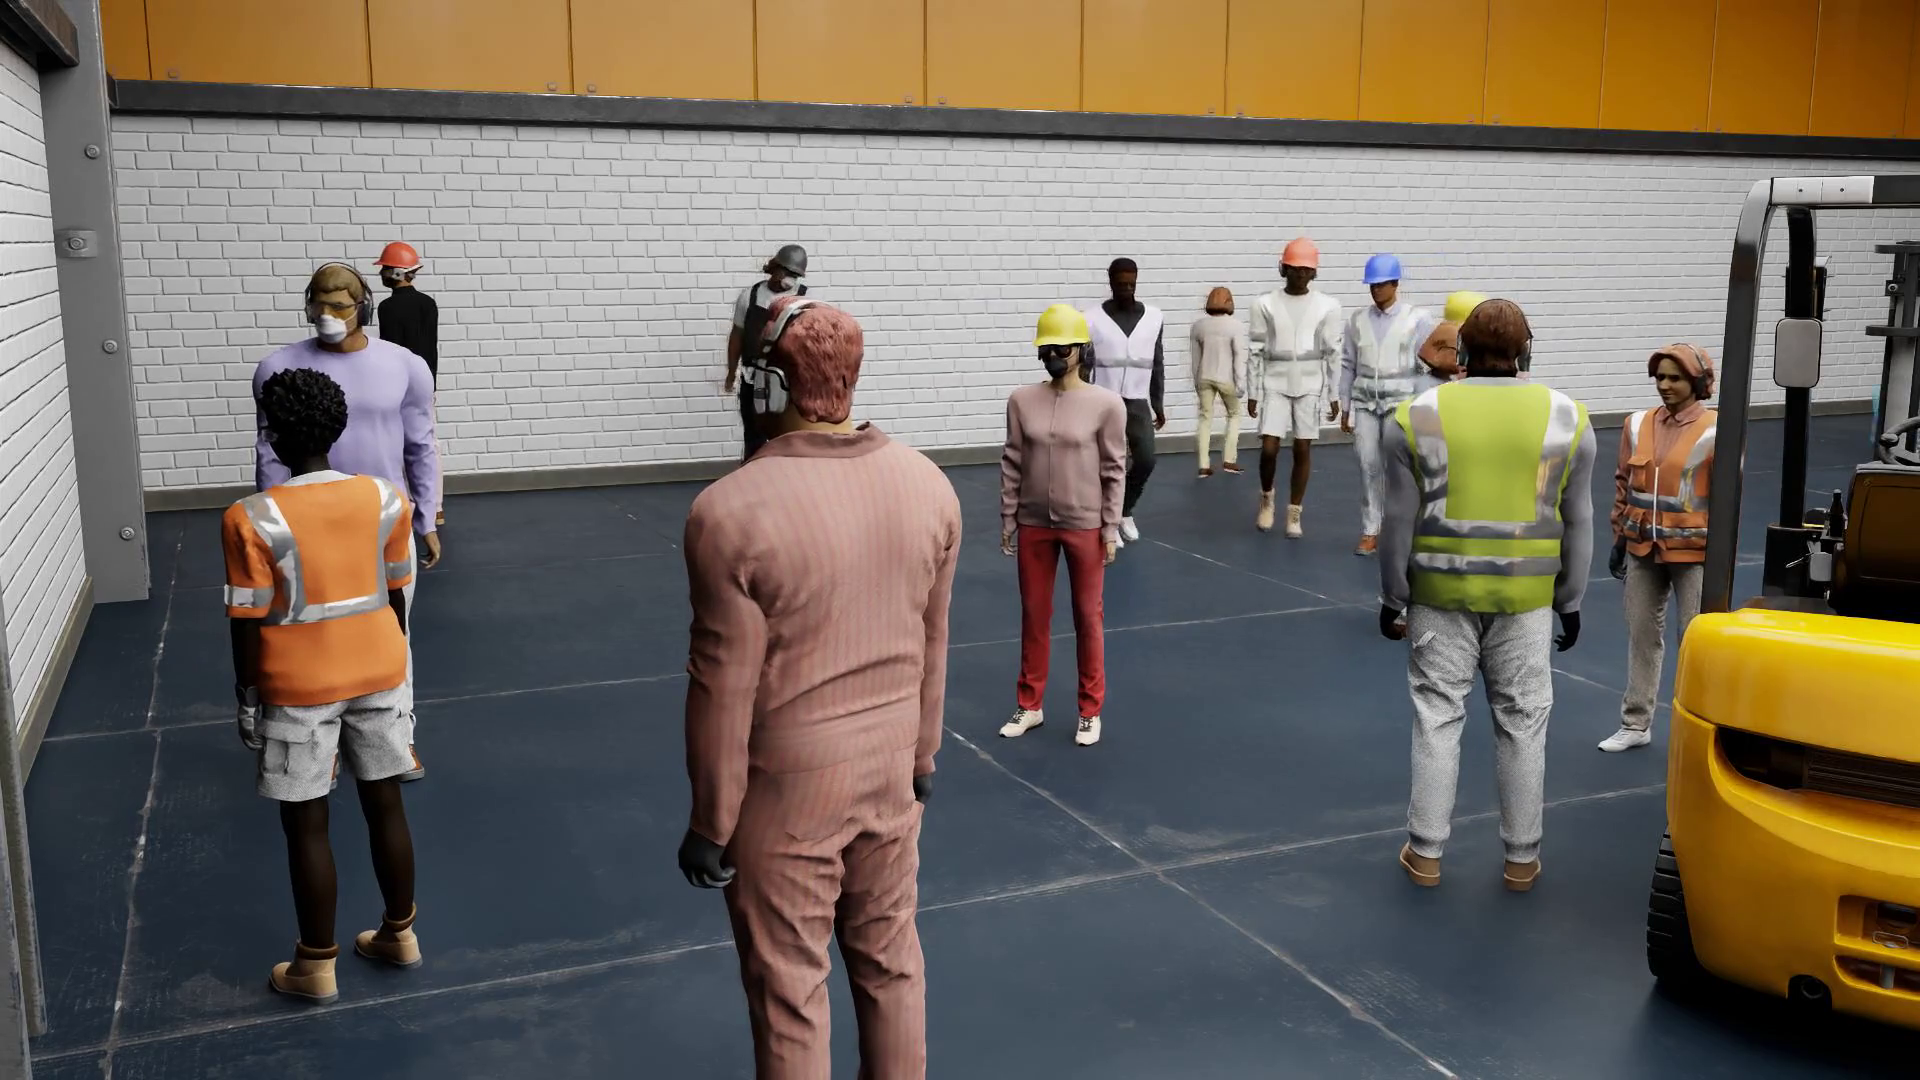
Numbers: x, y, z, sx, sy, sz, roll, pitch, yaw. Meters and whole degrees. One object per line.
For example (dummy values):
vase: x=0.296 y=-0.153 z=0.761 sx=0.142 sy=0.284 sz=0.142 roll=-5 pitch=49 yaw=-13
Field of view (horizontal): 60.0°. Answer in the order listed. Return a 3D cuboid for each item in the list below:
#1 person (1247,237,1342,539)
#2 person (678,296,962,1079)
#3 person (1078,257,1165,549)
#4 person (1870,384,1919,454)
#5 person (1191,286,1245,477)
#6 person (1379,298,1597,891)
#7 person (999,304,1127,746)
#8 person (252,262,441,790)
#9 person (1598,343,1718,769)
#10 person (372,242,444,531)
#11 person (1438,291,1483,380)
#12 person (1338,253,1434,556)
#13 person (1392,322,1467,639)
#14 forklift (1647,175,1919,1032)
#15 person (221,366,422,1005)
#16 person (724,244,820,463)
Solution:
person: x=2.248 y=-1.013 z=11.207 sx=0.618 sy=2.026 sz=0.400 roll=1 pitch=10 yaw=7
person: x=-0.300 y=0.473 z=3.354 sx=0.410 sy=1.913 sz=0.643 roll=10 pitch=14 yaw=44
person: x=1.053 y=-0.890 z=10.883 sx=0.628 sy=1.898 sz=0.457 roll=-2 pitch=11 yaw=-13
person: x=4.495 y=-0.216 z=7.856 sx=0.861 sy=1.644 sz=0.551 roll=-6 pitch=12 yaw=-29
person: x=2.242 y=-1.349 z=14.194 sx=0.534 sy=1.614 sz=0.575 roll=8 pitch=13 yaw=36
person: x=1.621 y=0.176 z=5.181 sx=0.634 sy=1.841 sz=0.429 roll=2 pitch=10 yaw=11
person: x=0.405 y=-0.050 z=6.672 sx=0.532 sy=1.774 sz=0.334 roll=4 pitch=11 yaw=22
person: x=-2.239 y=-0.045 z=6.133 sx=0.635 sy=1.936 sz=0.351 roll=-4 pitch=11 yaw=-23
person: x=2.730 y=0.062 z=6.390 sx=0.310 sy=1.633 sz=0.518 roll=-7 pitch=12 yaw=-32
person: x=-3.833 y=-1.060 z=11.561 sx=0.369 sy=1.996 sz=0.622 roll=3 pitch=11 yaw=14
person: x=2.775 y=-0.468 z=9.039 sx=0.630 sy=1.743 sz=0.501 roll=-4 pitch=11 yaw=-23
person: x=2.715 y=-0.855 z=10.610 sx=0.641 sy=1.931 sz=0.483 roll=8 pitch=13 yaw=36
person: x=2.367 y=-0.285 z=8.352 sx=0.358 sy=1.613 sz=0.542 roll=7 pitch=12 yaw=33
forklift: x=2.810 y=0.094 z=4.662 sx=1.214 sy=2.155 sz=2.313 roll=7 pitch=12 yaw=34
person: x=-1.692 y=0.387 z=4.448 sx=0.321 sy=1.690 sz=0.529 roll=9 pitch=14 yaw=41
person: x=-1.502 y=-1.306 z=12.799 sx=0.874 sy=2.000 sz=0.534 roll=3 pitch=11 yaw=18
